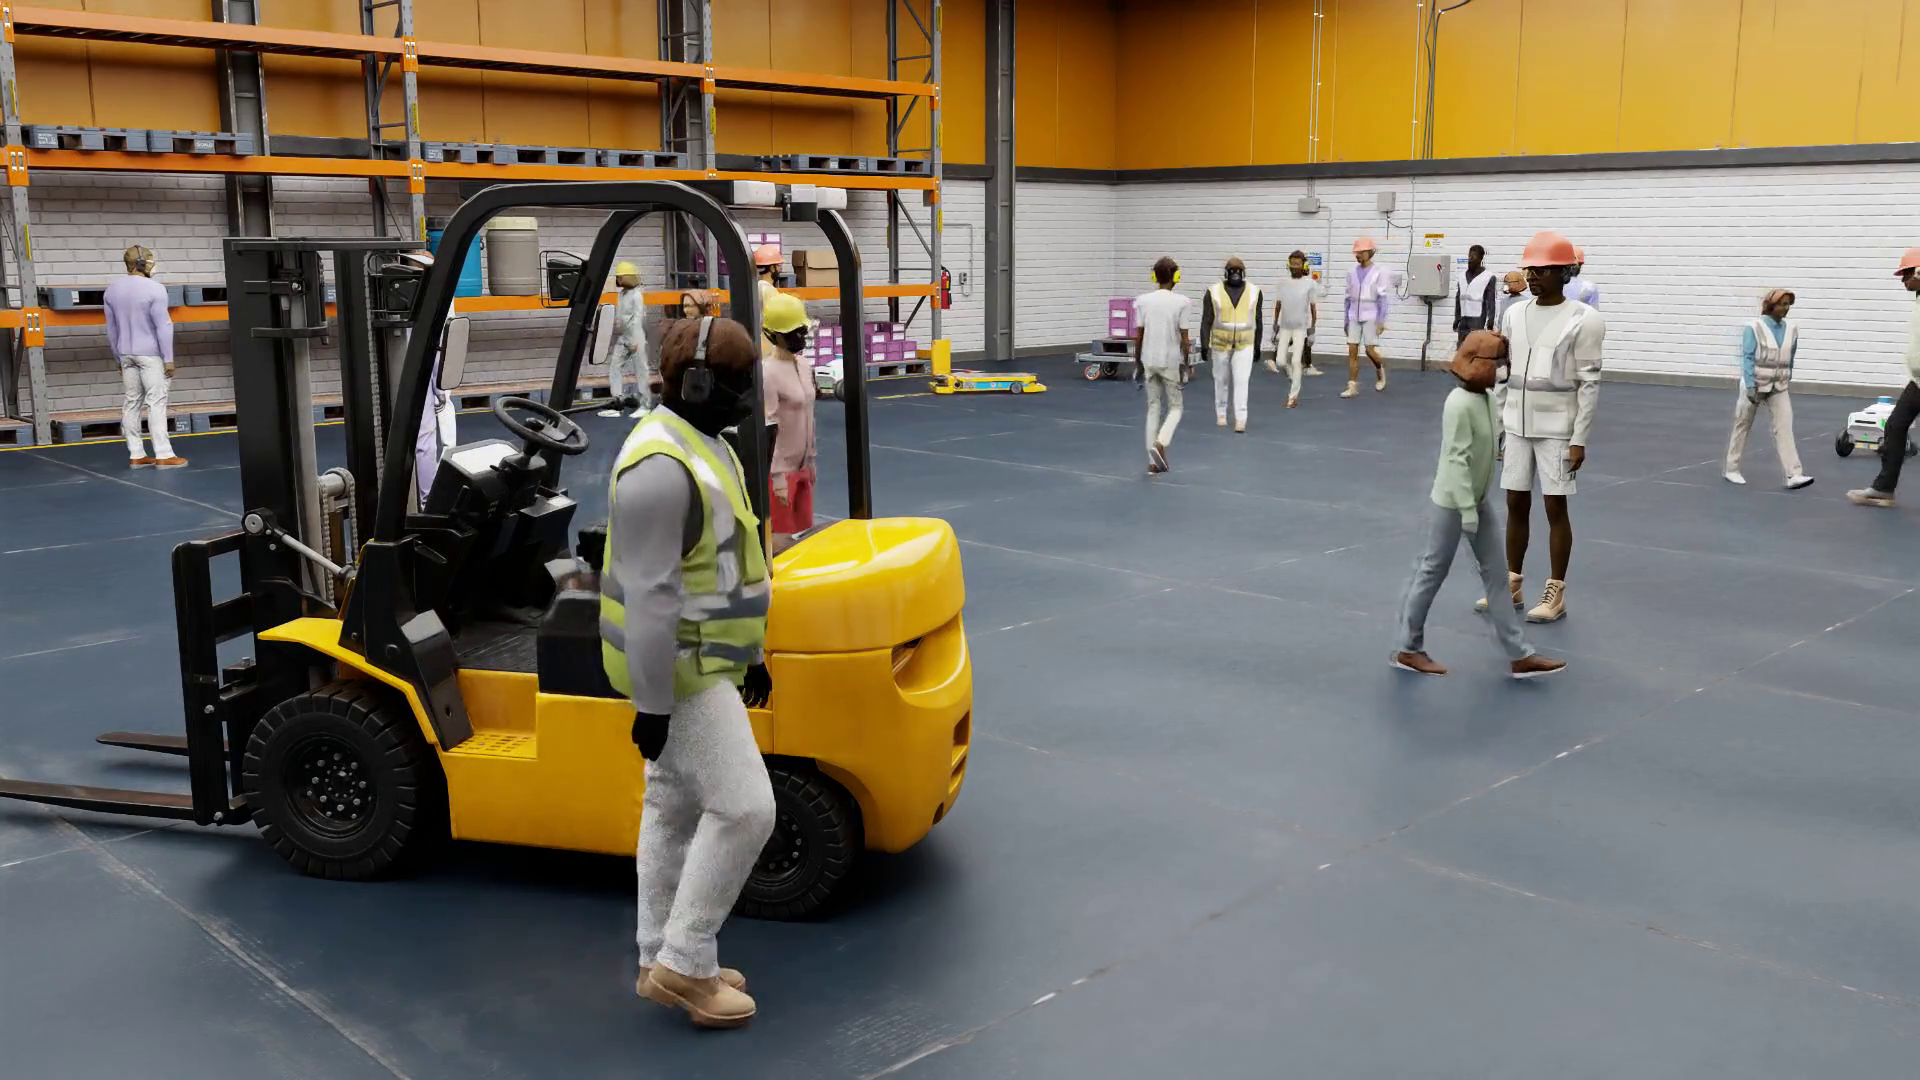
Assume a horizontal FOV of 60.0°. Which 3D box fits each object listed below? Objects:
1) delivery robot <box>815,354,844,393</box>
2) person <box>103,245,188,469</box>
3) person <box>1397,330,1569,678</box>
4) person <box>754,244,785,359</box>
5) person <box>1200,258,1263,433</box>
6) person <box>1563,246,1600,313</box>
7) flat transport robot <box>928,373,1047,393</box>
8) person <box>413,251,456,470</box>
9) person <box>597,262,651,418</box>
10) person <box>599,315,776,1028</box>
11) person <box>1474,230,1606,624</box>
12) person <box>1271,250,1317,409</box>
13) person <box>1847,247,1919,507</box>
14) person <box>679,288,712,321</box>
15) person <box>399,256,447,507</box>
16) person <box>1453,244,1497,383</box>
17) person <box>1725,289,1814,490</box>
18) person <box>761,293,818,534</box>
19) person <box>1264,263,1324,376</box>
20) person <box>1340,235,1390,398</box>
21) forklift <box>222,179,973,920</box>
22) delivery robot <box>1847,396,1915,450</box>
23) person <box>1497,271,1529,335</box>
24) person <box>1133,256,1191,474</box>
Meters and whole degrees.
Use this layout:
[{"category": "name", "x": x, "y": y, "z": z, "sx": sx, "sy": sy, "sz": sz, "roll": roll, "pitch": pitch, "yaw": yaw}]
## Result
[{"category": "delivery robot", "x": -1.470, "y": -2.053, "z": 20.536, "sx": 0.477, "sy": 0.478, "sz": 0.707, "roll": 7, "pitch": 12, "yaw": 33}, {"category": "person", "x": -7.079, "y": -1.575, "z": 14.419, "sx": 0.629, "sy": 1.937, "sz": 0.378, "roll": 3, "pitch": 11, "yaw": 17}, {"category": "person", "x": 2.370, "y": -0.139, "z": 7.511, "sx": 0.814, "sy": 1.595, "sz": 0.521, "roll": 8, "pitch": 13, "yaw": 39}, {"category": "person", "x": -1.716, "y": -1.687, "z": 15.012, "sx": 0.344, "sy": 1.942, "sz": 0.551, "roll": -5, "pitch": 12, "yaw": -27}, {"category": "person", "x": 2.834, "y": -2.045, "z": 17.390, "sx": 0.650, "sy": 1.796, "sz": 0.970, "roll": 1, "pitch": 10, "yaw": 5}, {"category": "person", "x": 6.272, "y": -2.043, "z": 17.065, "sx": 0.562, "sy": 1.900, "sz": 0.907, "roll": 7, "pitch": 13, "yaw": 34}, {"category": "flat transport robot", "x": 0.347, "y": -2.028, "z": 21.431, "sx": 1.431, "sy": 0.197, "sz": 0.652, "roll": -2, "pitch": 11, "yaw": -10}, {"category": "person", "x": -4.561, "y": -1.526, "z": 14.294, "sx": 0.587, "sy": 1.882, "sz": 0.341, "roll": 7, "pitch": 12, "yaw": 32}, {"category": "person", "x": -3.735, "y": -2.197, "z": 18.371, "sx": 0.711, "sy": 1.717, "sz": 0.507, "roll": -9, "pitch": 14, "yaw": -41}, {"category": "person", "x": -0.664, "y": 0.340, "z": 4.290, "sx": 0.498, "sy": 1.821, "sz": 0.632, "roll": -1, "pitch": 10, "yaw": -3}, {"category": "person", "x": 3.039, "y": -0.587, "z": 8.736, "sx": 0.372, "sy": 2.044, "sz": 0.607, "roll": -8, "pitch": 13, "yaw": -36}, {"category": "person", "x": 3.943, "y": -2.481, "z": 19.591, "sx": 0.537, "sy": 1.854, "sz": 0.494, "roll": 5, "pitch": 12, "yaw": 27}, {"category": "person", "x": 7.031, "y": -1.161, "z": 12.183, "sx": 0.793, "sy": 1.936, "sz": 0.633, "roll": 2, "pitch": 11, "yaw": 10}, {"category": "person", "x": -1.914, "y": -1.063, "z": 12.444, "sx": 0.534, "sy": 1.629, "sz": 0.418, "roll": 6, "pitch": 12, "yaw": 28}, {"category": "person", "x": -3.948, "y": -1.072, "z": 11.745, "sx": 0.646, "sy": 1.913, "sz": 0.409, "roll": -3, "pitch": 11, "yaw": -15}, {"category": "person", "x": 6.743, "y": -2.888, "z": 21.654, "sx": 0.654, "sy": 1.907, "sz": 0.588, "roll": -6, "pitch": 12, "yaw": -29}, {"category": "person", "x": 6.476, "y": -1.196, "z": 13.288, "sx": 0.523, "sy": 1.593, "sz": 0.864, "roll": -2, "pitch": 11, "yaw": -9}, {"category": "person", "x": -0.842, "y": -0.329, "z": 8.149, "sx": 0.419, "sy": 1.741, "sz": 0.572, "roll": 3, "pitch": 11, "yaw": 16}, {"category": "person", "x": 4.837, "y": -3.206, "z": 24.059, "sx": 0.817, "sy": 1.668, "sz": 0.537, "roll": 1, "pitch": 10, "yaw": 7}, {"category": "person", "x": 5.078, "y": -2.781, "z": 20.767, "sx": 0.631, "sy": 2.023, "sz": 0.712, "roll": 10, "pitch": 14, "yaw": 42}, {"category": "forklift", "x": -1.114, "y": -0.058, "z": 5.440, "sx": 2.313, "sy": 2.155, "sz": 1.214, "roll": 2, "pitch": 11, "yaw": 13}, {"category": "delivery robot", "x": 8.412, "y": -1.069, "z": 15.174, "sx": 0.707, "sy": 0.478, "sz": 0.477, "roll": -8, "pitch": 13, "yaw": -39}, {"category": "person", "x": 6.063, "y": -2.132, "z": 18.280, "sx": 0.266, "sy": 1.631, "sz": 0.507, "roll": -3, "pitch": 11, "yaw": -17}, {"category": "person", "x": 1.672, "y": -1.447, "z": 13.992, "sx": 0.522, "sy": 1.848, "sz": 0.493, "roll": 5, "pitch": 12, "yaw": 26}]
